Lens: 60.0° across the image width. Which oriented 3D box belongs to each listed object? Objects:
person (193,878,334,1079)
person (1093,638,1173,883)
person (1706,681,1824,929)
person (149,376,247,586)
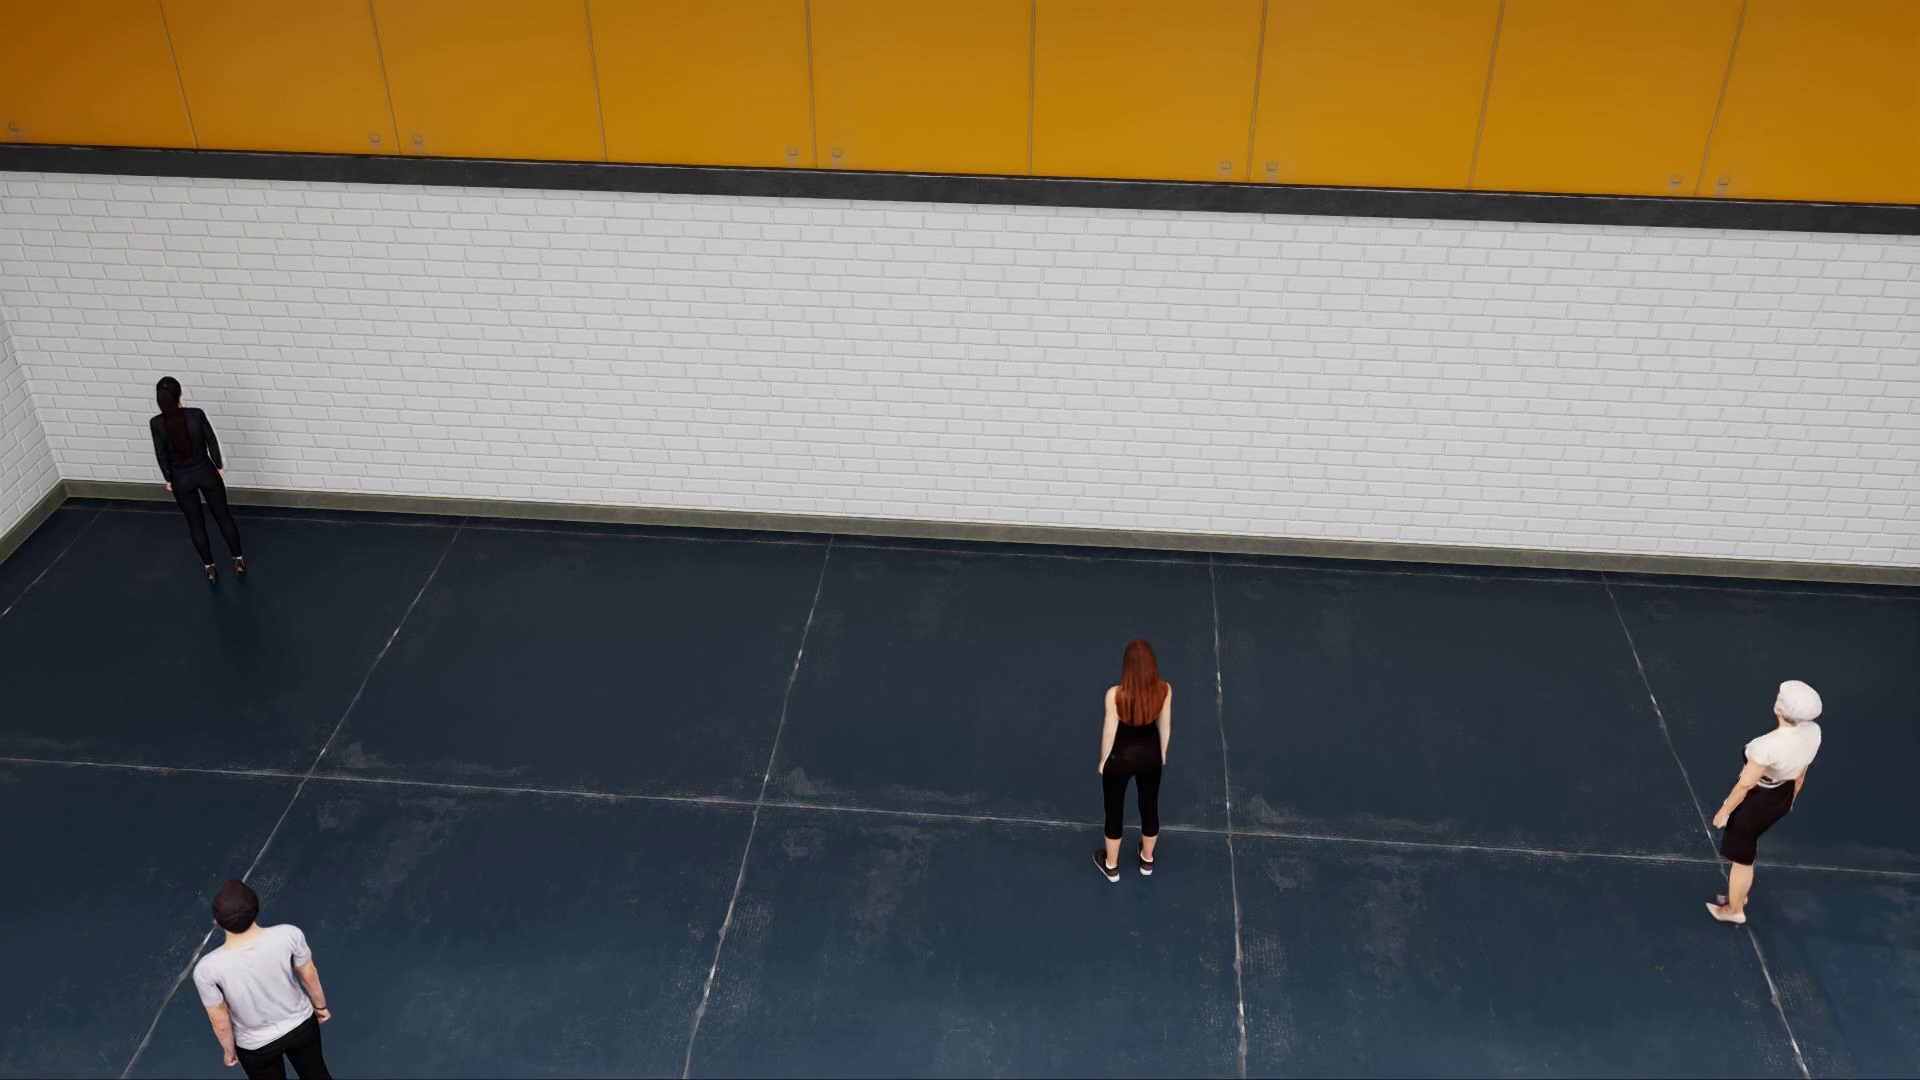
[{"bbox_3d":[-3.292,2.359,7.996,0.733,1.863,0.780,-23,40,-30],"label":"person"},{"bbox_3d":[1.014,1.286,9.735,0.616,1.726,0.594,-6,34,-10],"label":"person"},{"bbox_3d":[4.552,1.556,9.310,0.781,1.746,0.821,-16,37,-23],"label":"person"},{"bbox_3d":[-5.677,-0.452,12.362,0.640,1.711,0.643,-14,36,-21],"label":"person"}]
